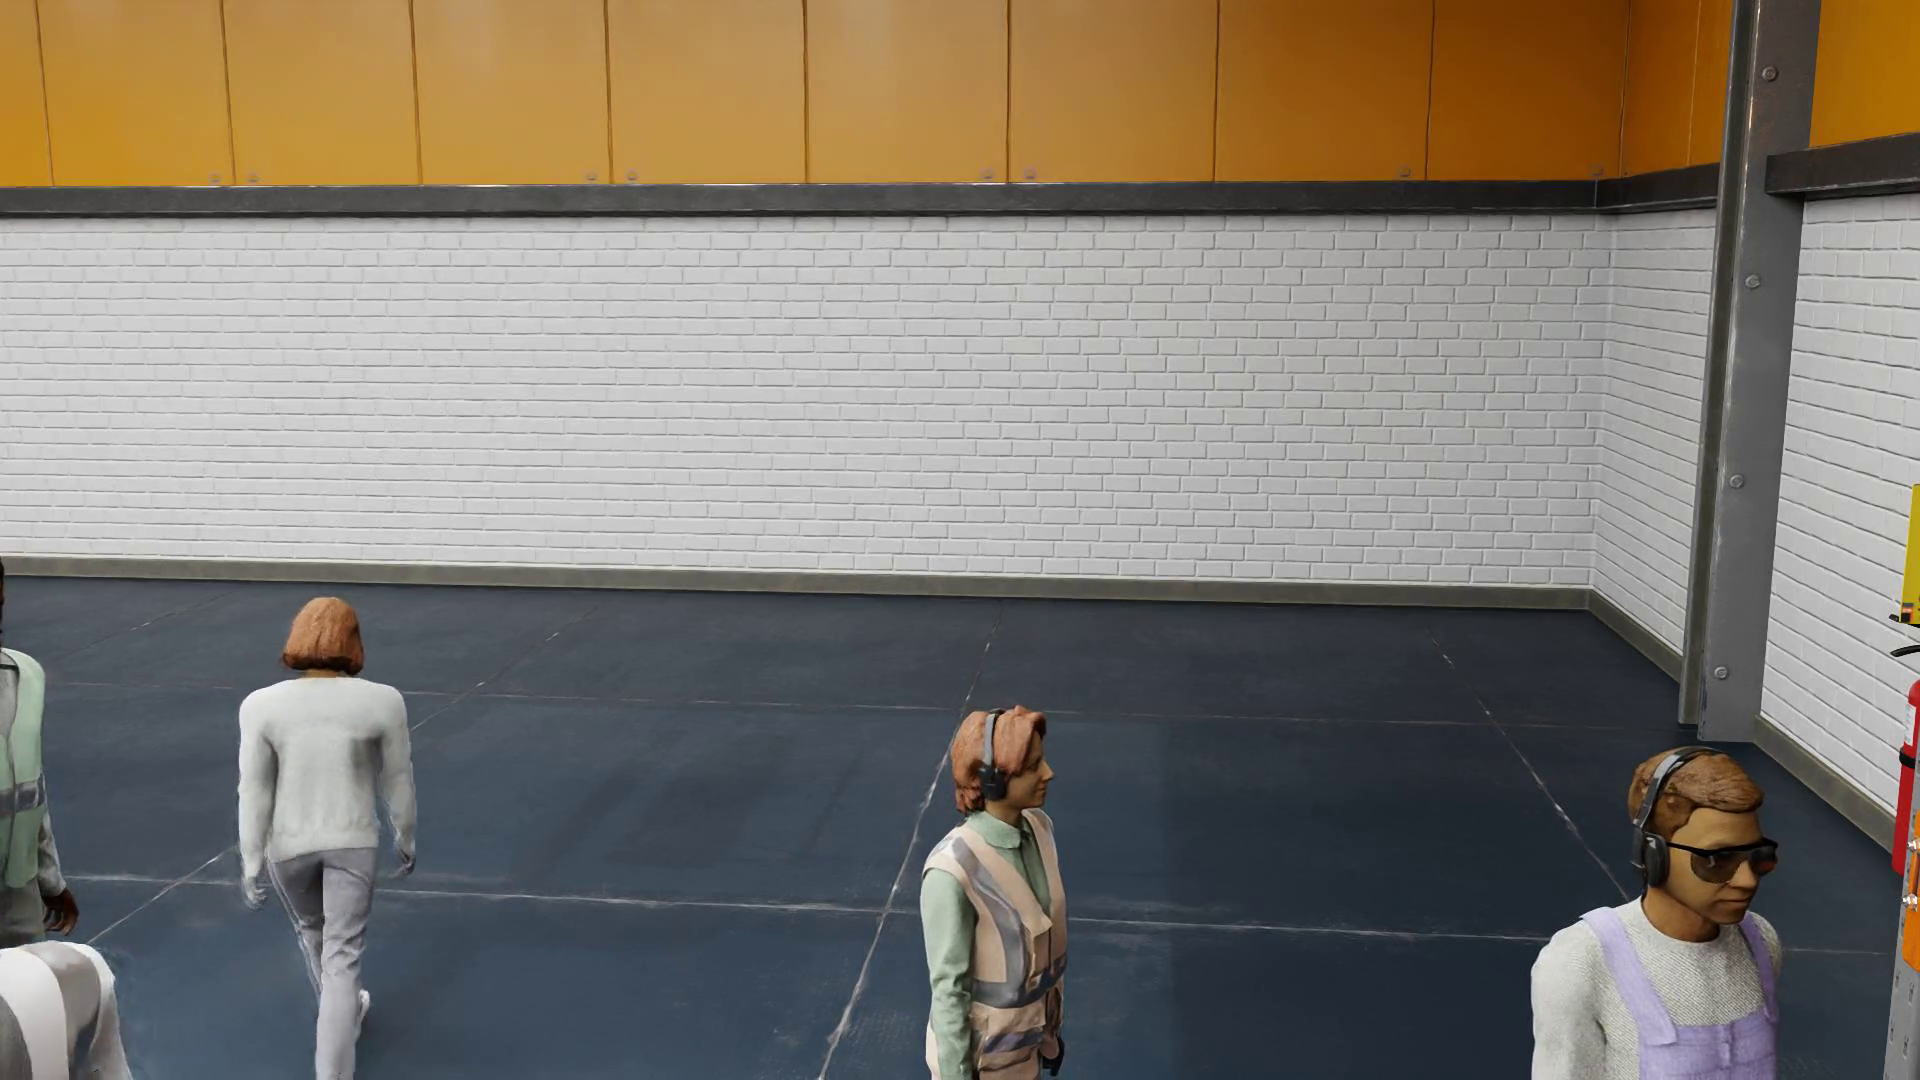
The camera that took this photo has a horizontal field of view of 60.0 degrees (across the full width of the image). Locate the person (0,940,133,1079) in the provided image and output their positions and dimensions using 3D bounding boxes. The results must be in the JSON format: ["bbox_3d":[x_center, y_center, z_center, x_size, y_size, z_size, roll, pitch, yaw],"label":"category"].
[{"bbox_3d":[-1.532,1.281,2.560,0.474,1.863,0.597,4,11,22],"label":"person"}]

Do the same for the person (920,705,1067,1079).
[{"bbox_3d":[0.082,1.180,3.798,0.310,1.642,0.514,5,11,27],"label":"person"}]

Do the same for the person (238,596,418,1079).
[{"bbox_3d":[-1.972,0.974,5.210,0.505,1.558,0.928,-2,10,-12],"label":"person"}]

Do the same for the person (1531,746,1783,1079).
[{"bbox_3d":[1.187,1.244,2.848,0.505,1.847,0.344,-4,11,-23],"label":"person"}]

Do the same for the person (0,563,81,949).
[{"bbox_3d":[-2.574,0.947,4.345,0.393,1.919,0.587,1,10,8],"label":"person"}]
